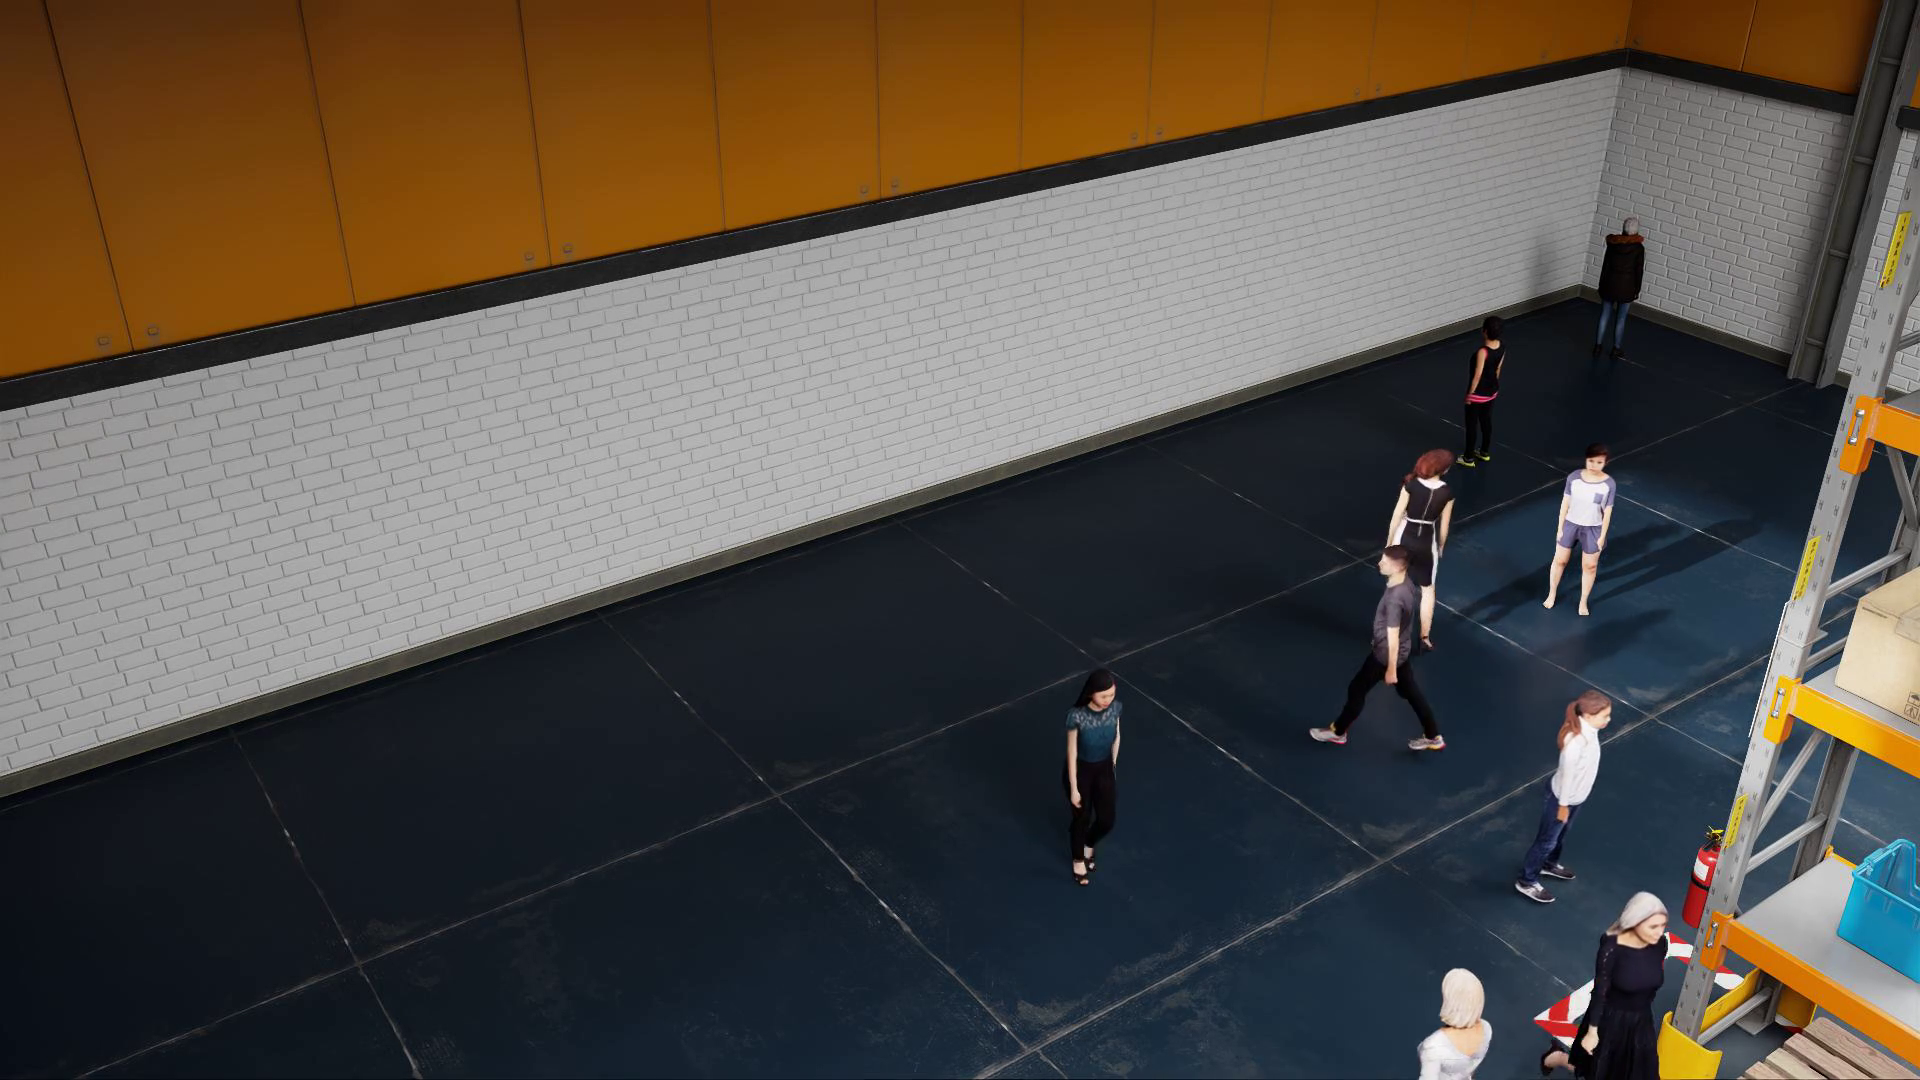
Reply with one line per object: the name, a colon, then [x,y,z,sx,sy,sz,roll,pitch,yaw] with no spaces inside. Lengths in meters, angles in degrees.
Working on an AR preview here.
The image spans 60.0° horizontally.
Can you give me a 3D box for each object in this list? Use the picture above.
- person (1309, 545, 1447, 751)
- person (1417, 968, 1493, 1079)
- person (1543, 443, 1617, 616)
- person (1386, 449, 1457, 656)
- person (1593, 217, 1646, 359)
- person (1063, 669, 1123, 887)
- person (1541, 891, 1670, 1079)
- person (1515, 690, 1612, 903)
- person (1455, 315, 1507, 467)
person: [3.177,0.843,11.945,1.294,1.711,1.138,10,30,17]
person: [2.425,2.878,8.192,0.659,1.732,0.795,-13,31,-22]
person: [5.191,-0.116,13.858,0.603,1.562,0.705,14,32,24]
person: [3.593,0.089,13.263,0.751,1.773,0.783,-6,29,-11]
person: [7.459,-2.867,18.826,0.675,1.634,0.782,17,33,29]
person: [0.779,1.487,10.763,0.631,1.712,0.666,-10,30,-18]
person: [3.424,2.537,8.822,0.790,1.728,0.997,-8,30,-14]
person: [3.893,1.617,10.695,0.599,1.549,0.612,23,36,35]
person: [5.155,-1.478,16.365,0.543,1.554,0.512,-20,34,-32]
